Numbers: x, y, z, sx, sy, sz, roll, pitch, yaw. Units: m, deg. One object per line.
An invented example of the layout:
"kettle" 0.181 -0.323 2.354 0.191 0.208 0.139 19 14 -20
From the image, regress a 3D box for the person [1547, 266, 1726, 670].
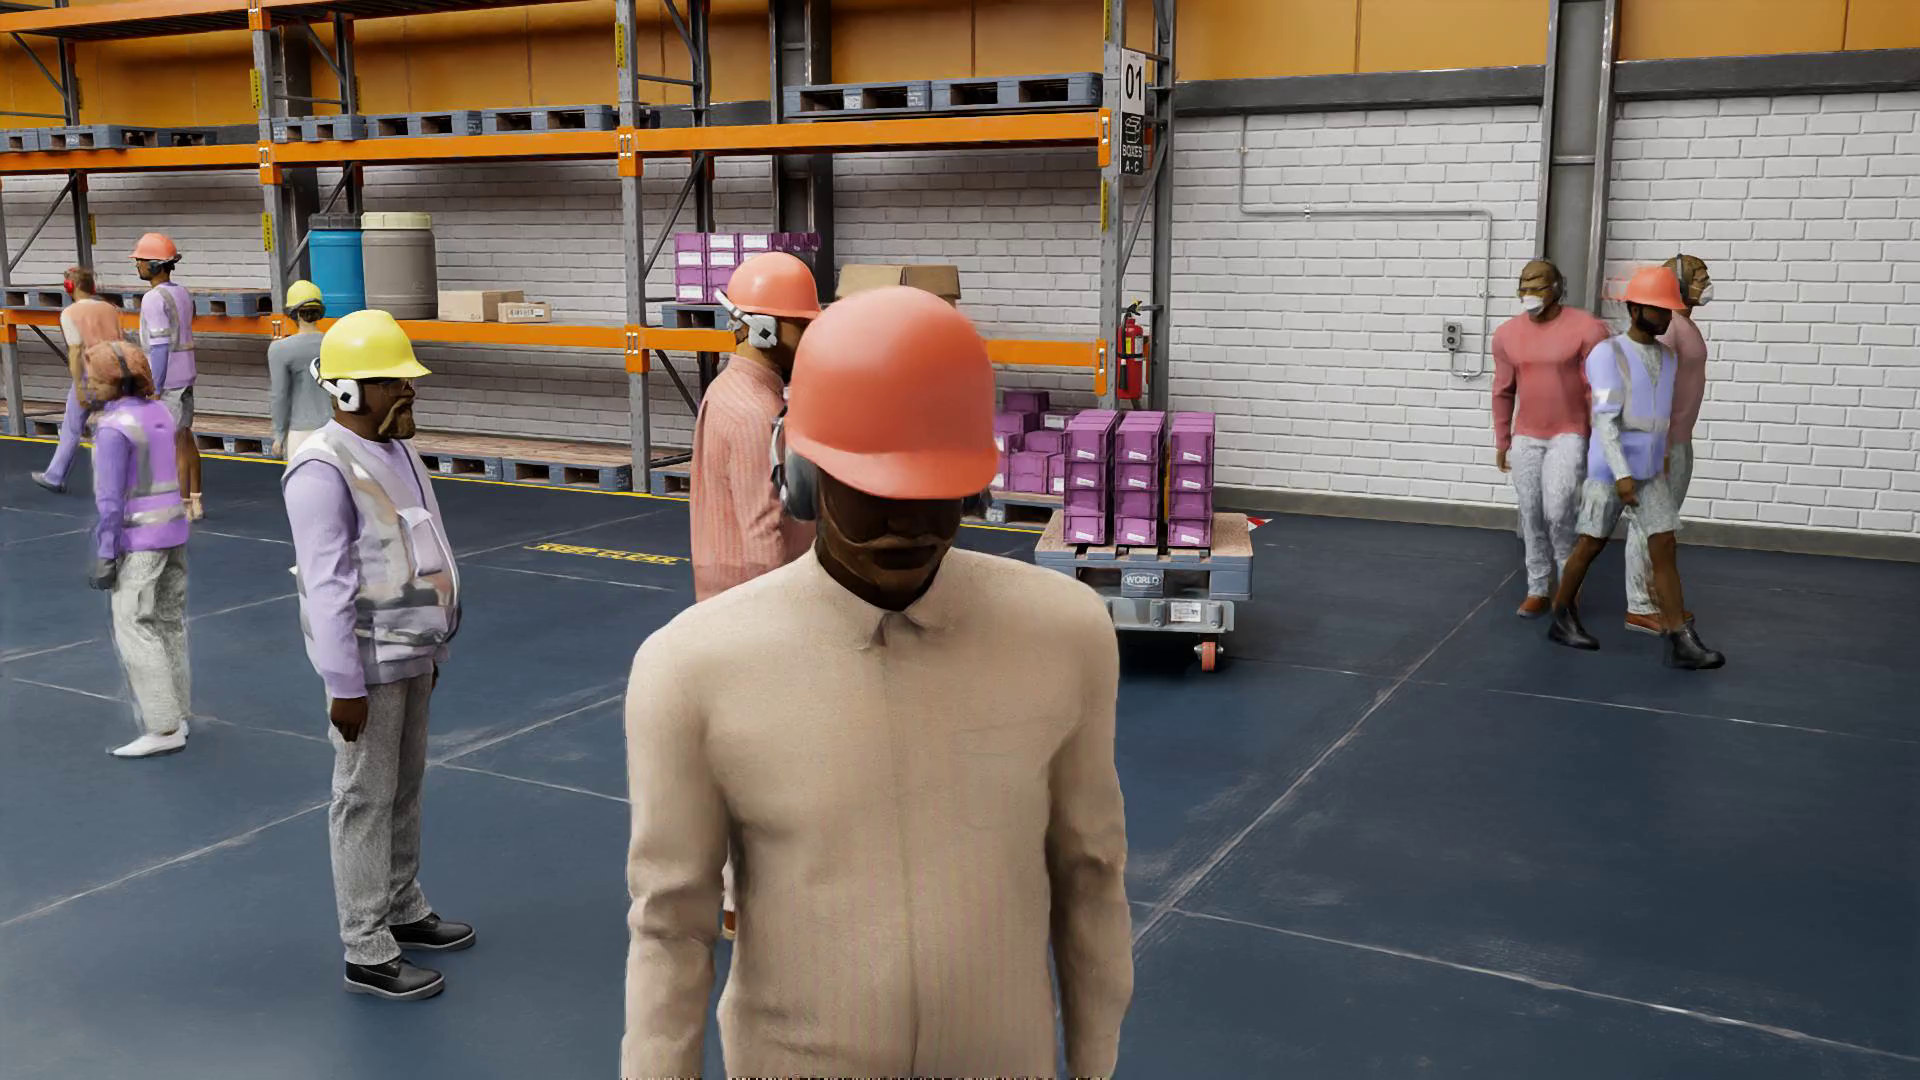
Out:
"person" 3.201 -0.340 7.882 0.556 1.887 0.971 -4 11 -22

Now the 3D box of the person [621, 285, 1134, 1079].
"person" -0.089 0.685 2.015 0.637 1.969 0.464 -3 11 -15

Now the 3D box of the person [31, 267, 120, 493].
"person" -6.871 -1.233 13.052 0.963 1.781 0.555 3 11 17

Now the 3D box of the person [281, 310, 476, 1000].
"person" -1.549 0.303 4.484 0.404 1.832 0.599 0 10 1

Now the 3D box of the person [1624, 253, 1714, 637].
"person" 3.634 -0.488 8.530 0.369 1.940 0.631 6 12 31

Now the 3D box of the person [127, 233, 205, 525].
"person" -5.580 -1.120 11.696 0.370 2.048 0.607 -1 10 -8

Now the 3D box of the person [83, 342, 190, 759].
"person" -3.196 0.036 6.540 0.334 1.622 0.559 0 10 0

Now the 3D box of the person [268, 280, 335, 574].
"person" -3.871 -0.665 9.980 0.328 1.765 0.531 10 14 43

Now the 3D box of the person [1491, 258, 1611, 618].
"person" 3.089 -0.517 8.764 0.442 1.911 0.650 -10 14 -44

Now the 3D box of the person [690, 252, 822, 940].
"person" -0.562 0.174 4.796 0.410 1.980 0.624 -3 11 -14
